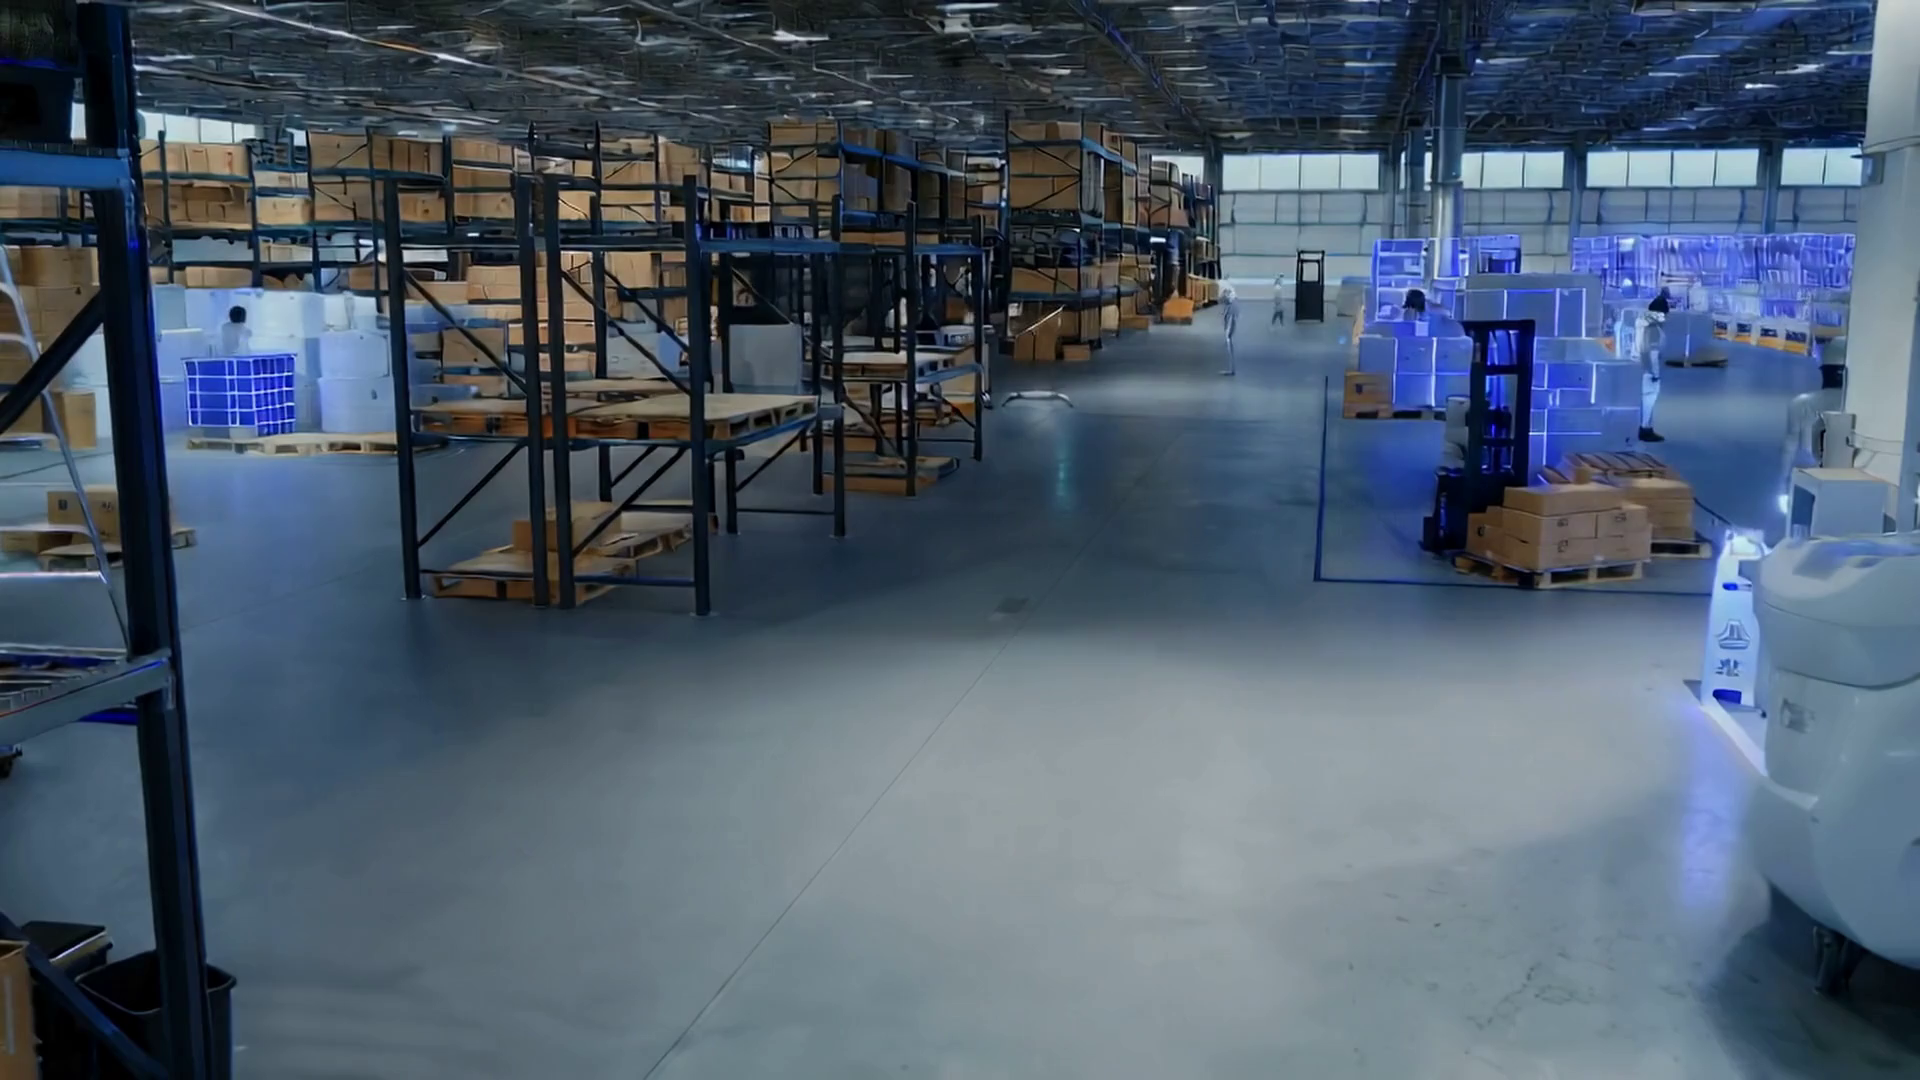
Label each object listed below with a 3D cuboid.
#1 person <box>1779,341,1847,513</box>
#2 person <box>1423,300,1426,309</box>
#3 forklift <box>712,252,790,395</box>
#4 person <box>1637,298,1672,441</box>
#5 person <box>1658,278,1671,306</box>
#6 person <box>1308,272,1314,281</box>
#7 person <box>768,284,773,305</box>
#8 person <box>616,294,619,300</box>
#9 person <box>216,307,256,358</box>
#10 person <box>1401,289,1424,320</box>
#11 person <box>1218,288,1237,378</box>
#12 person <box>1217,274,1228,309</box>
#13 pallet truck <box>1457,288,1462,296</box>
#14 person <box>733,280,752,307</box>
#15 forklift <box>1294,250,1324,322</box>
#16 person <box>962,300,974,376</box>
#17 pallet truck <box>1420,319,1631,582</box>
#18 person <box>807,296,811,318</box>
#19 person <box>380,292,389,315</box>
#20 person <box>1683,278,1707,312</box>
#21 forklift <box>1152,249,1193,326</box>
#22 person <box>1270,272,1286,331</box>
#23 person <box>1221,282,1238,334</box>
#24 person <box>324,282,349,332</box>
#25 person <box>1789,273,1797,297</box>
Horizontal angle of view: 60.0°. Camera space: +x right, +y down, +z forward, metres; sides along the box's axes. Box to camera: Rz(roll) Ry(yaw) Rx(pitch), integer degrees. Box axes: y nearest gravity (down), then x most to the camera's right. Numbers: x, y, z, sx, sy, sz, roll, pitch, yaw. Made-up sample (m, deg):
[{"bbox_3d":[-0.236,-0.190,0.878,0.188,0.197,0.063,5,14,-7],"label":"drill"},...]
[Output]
[{"bbox_3d":[5.853,-0.374,11.240,0.590,1.926,0.388,2,10,11],"label":"person"},{"bbox_3d":[15.817,-7.804,56.138,0.287,1.625,0.497,-6,12,-33],"label":"person"},{"bbox_3d":[-3.805,-3.853,29.021,1.129,2.768,1.873,2,10,12],"label":"forklift"},{"bbox_3d":[9.496,-2.327,22.759,0.350,1.942,0.545,2,10,13],"label":"person"},{"bbox_3d":[24.579,-8.229,58.094,0.403,1.817,0.601,6,11,31],"label":"person"},{"bbox_3d":[19.184,-13.771,91.078,0.331,1.753,0.561,3,10,18],"label":"person"},{"bbox_3d":[-4.535,-5.068,39.108,0.455,1.901,0.616,8,12,39],"label":"person"},{"bbox_3d":[-8.459,-5.245,40.964,0.527,1.630,0.314,0,10,1],"label":"person"},{"bbox_3d":[-10.408,-2.469,24.055,0.646,1.793,0.954,2,10,12],"label":"person"},{"bbox_3d":[7.845,-3.375,28.897,0.368,1.961,0.613,6,11,30],"label":"person"},{"bbox_3d":[5.629,-4.341,34.898,0.329,1.874,0.508,0,10,-2],"label":"person"},{"bbox_3d":[13.074,-12.350,82.768,0.531,1.723,0.897,2,10,14],"label":"person"},{"bbox_3d":[20.506,-9.785,68.819,0.653,1.274,1.630,2,10,12],"label":"pallet truck"},{"bbox_3d":[-5.944,-6.139,45.364,0.543,1.933,0.364,2,10,13],"label":"person"},{"bbox_3d":[13.778,-10.002,65.433,1.129,2.768,1.873,2,10,12],"label":"forklift"},{"bbox_3d":[0.155,-4.267,35.177,0.567,1.615,0.533,-3,10,-16],"label":"person"},{"bbox_3d":[4.543,-0.757,13.299,0.823,1.965,1.885,-4,10,-22],"label":"pallet truck"},{"bbox_3d":[-5.641,-9.155,64.133,0.493,1.624,0.280,0,10,-2],"label":"person"},{"bbox_3d":[-13.622,-5.048,39.586,0.318,1.698,0.539,-4,10,-22],"label":"person"},{"bbox_3d":[22.547,-7.076,51.034,0.665,1.888,0.433,3,10,17],"label":"person"},{"bbox_3d":[7.646,-9.320,61.395,1.873,2.768,1.129,2,10,11],"label":"forklift"},{"bbox_3d":[11.065,-8.220,57.421,0.716,2.016,0.658,3,10,16],"label":"person"},{"bbox_3d":[8.797,-7.541,54.287,0.538,1.718,0.902,-3,10,-20],"label":"person"},{"bbox_3d":[-14.450,-4.971,38.426,0.635,1.937,0.352,-2,10,-9],"label":"person"},{"bbox_3d":[39.857,-11.876,79.629,0.601,1.830,0.404,-4,10,-21],"label":"person"}]
